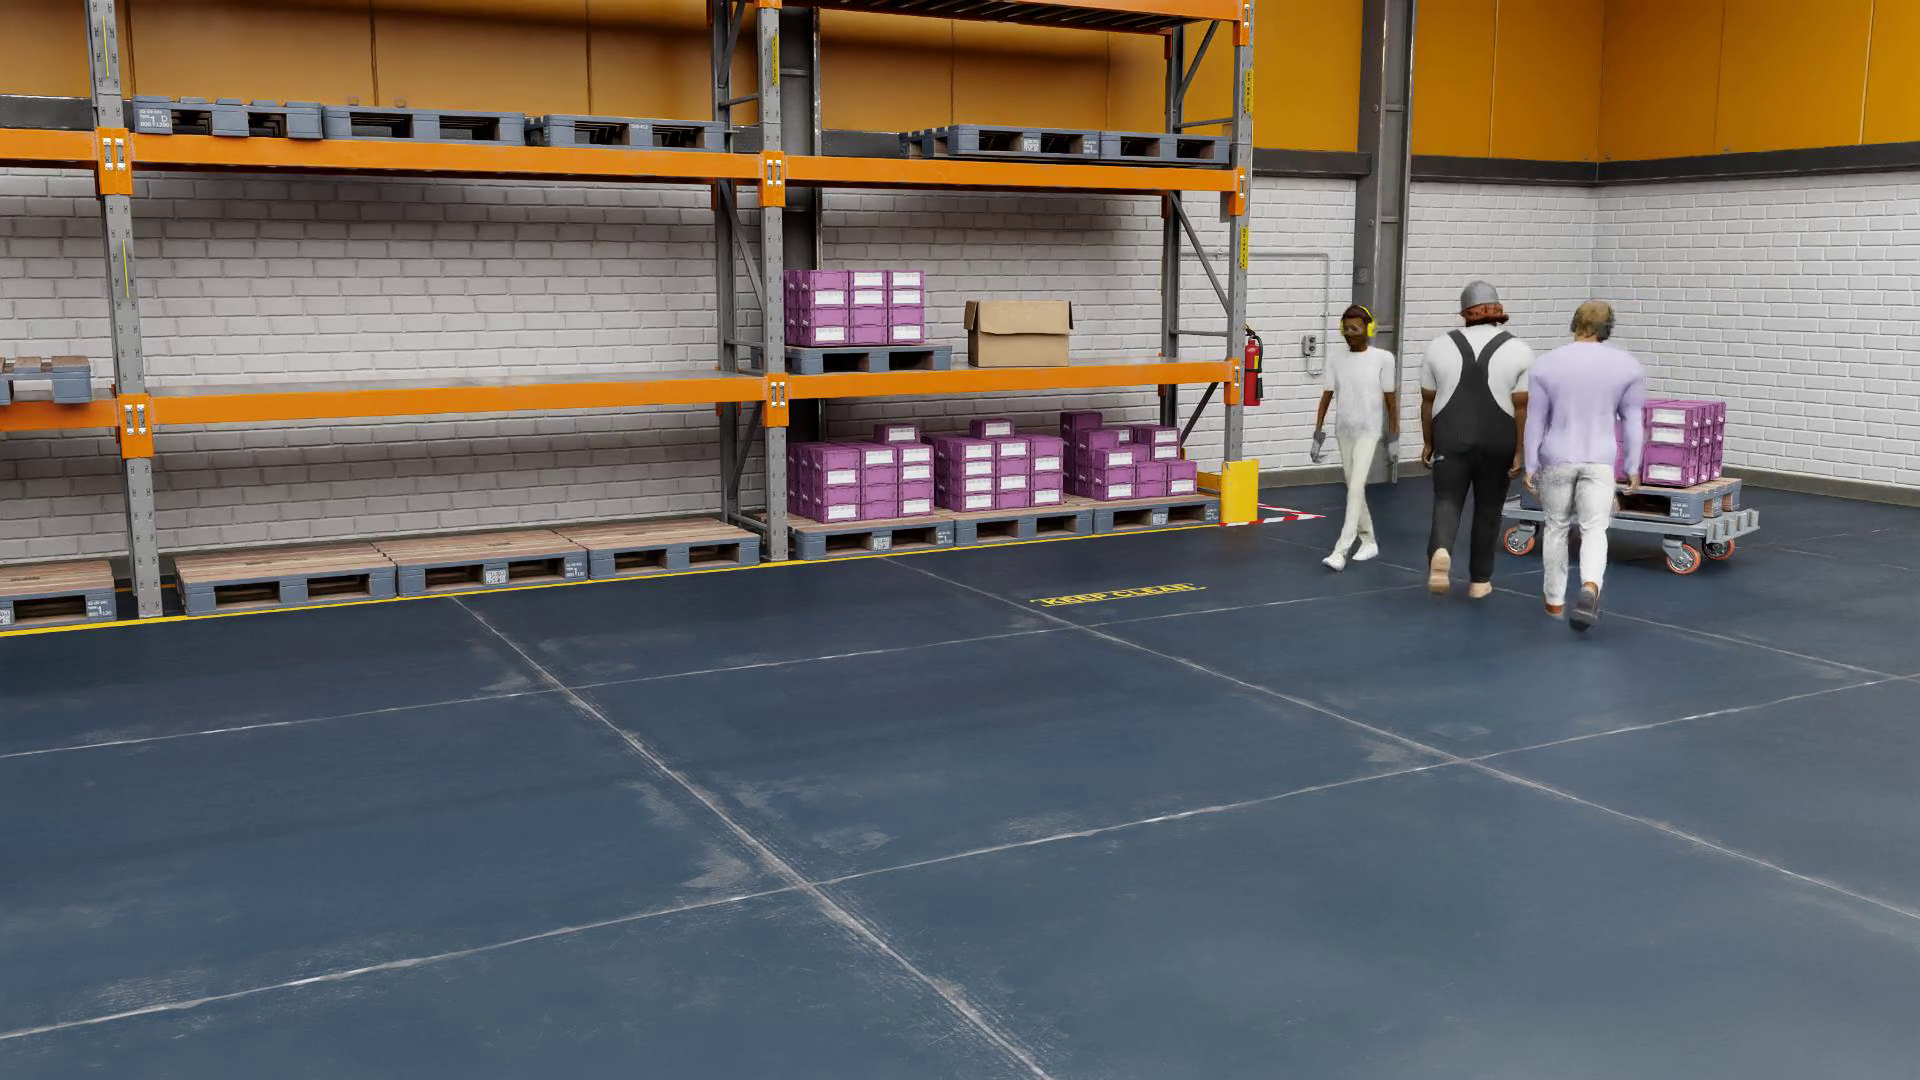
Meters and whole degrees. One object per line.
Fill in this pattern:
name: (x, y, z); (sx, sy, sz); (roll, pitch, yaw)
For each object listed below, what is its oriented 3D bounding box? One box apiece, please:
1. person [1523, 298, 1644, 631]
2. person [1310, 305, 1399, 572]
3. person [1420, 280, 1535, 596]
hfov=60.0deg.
person: (3.562, -0.426, 9.520); (0.650, 1.909, 0.849); (3, 10, 17)
person: (2.718, -0.706, 11.500); (0.555, 1.813, 0.981); (7, 12, 37)
person: (3.188, -0.626, 10.295); (0.695, 2.000, 0.742); (4, 10, 24)
